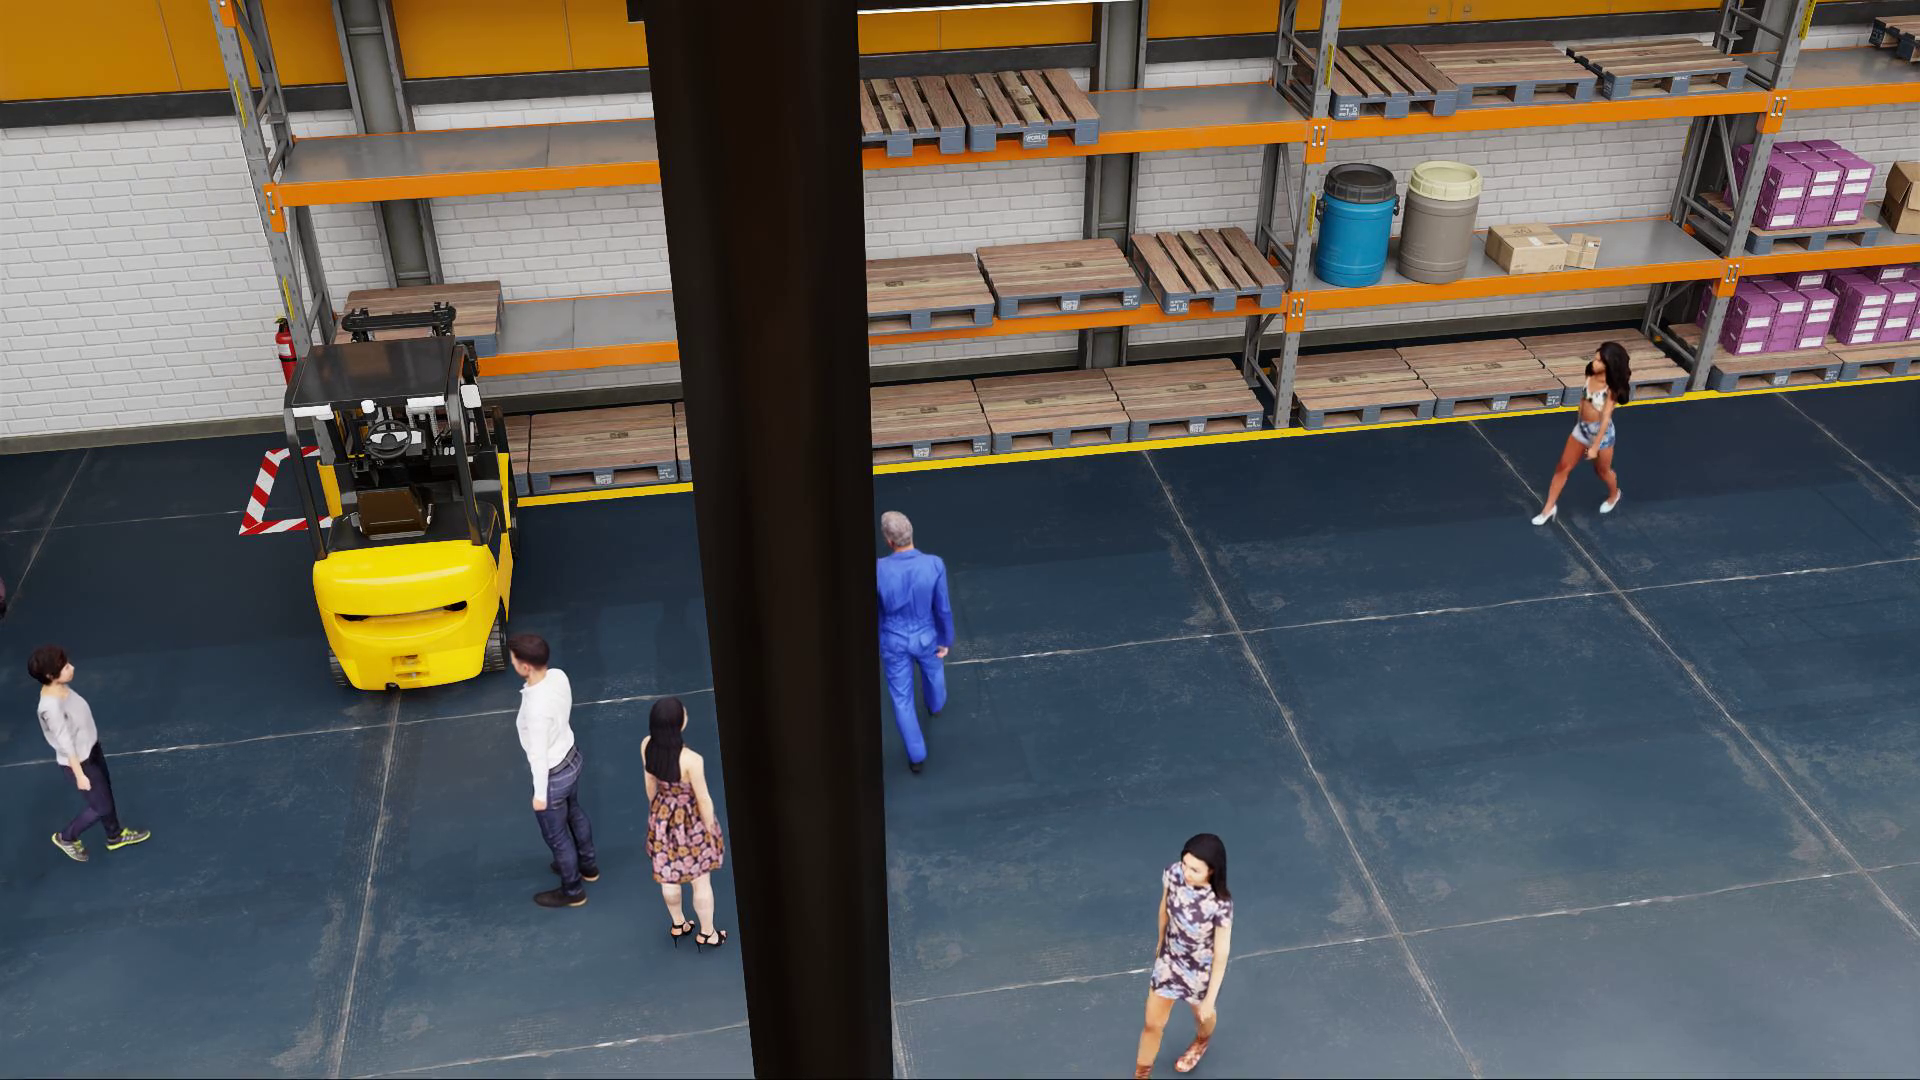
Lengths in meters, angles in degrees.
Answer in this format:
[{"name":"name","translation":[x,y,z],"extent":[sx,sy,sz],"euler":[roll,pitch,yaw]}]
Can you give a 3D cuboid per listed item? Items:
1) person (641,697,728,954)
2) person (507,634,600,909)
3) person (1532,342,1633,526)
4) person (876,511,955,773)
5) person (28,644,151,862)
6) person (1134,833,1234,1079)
[{"name":"person","translation":[-1.537,1.585,9.233],"extent":[0.796,1.773,0.866],"euler":[17,37,23]},{"name":"person","translation":[-2.311,1.319,9.554],"extent":[0.684,1.861,0.684],"euler":[3,34,5]},{"name":"person","translation":[5.016,-0.802,12.990],"extent":[1.050,1.589,0.691],"euler":[-12,35,-17]},{"name":"person","translation":[-0.327,0.692,10.563],"extent":[0.968,1.788,0.789],"euler":[-3,34,-5]},{"name":"person","translation":[-5.303,1.296,9.876],"extent":[0.755,1.543,0.628],"euler":[-11,35,-16]},{"name":"person","translation":[1.234,2.123,8.483],"extent":[0.964,1.707,1.073],"euler":[27,42,34]}]
